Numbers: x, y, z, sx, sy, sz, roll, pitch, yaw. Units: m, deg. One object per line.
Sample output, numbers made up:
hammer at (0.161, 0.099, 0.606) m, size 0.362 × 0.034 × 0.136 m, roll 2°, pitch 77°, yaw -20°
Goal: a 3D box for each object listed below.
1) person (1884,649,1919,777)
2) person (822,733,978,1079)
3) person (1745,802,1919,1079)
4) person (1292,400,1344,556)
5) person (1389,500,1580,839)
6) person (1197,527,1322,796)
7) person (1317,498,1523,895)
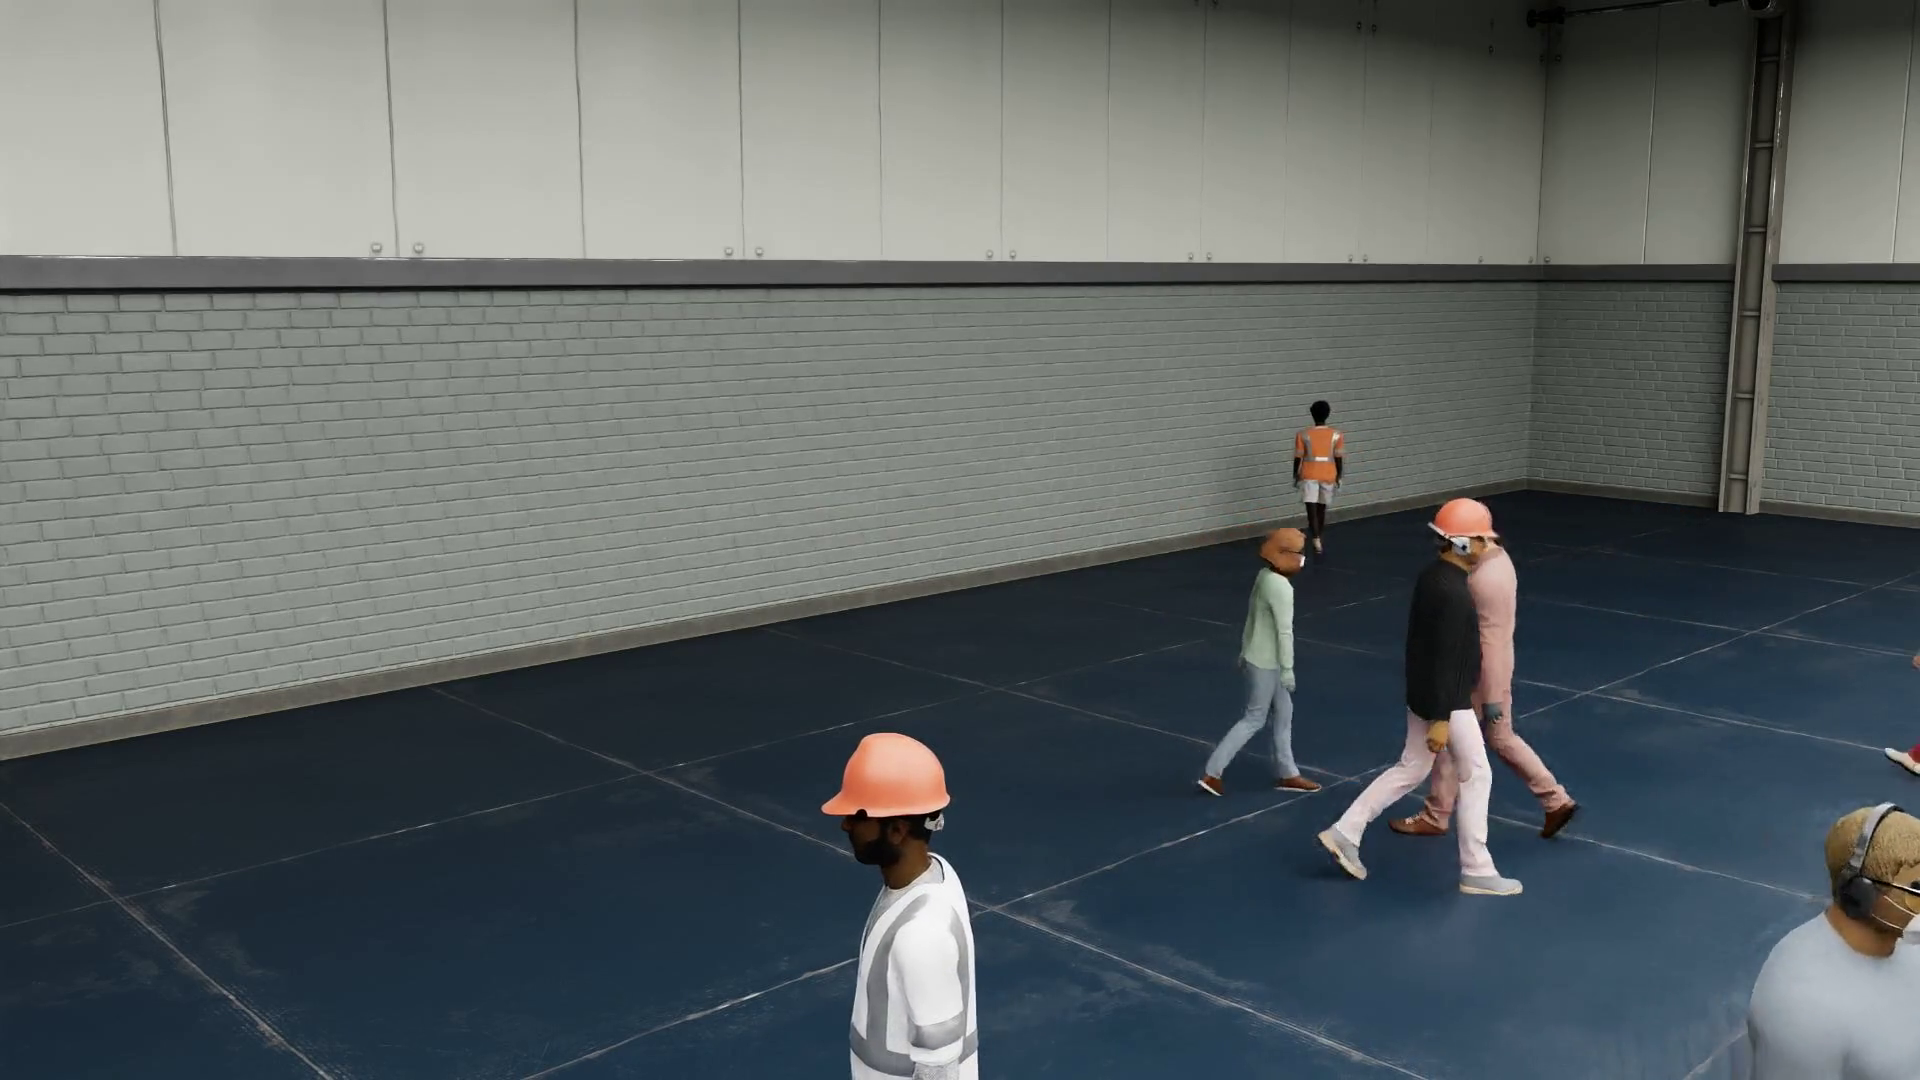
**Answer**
person at (5.823, 0.634, 9.615) m, size 0.536 × 1.717 × 0.911 m, roll -5°, pitch 10°, yaw -28°
person at (-0.141, 1.418, 4.090) m, size 0.376 × 1.936 × 0.549 m, roll -1°, pitch 9°, yaw -4°
person at (1.922, 1.498, 3.630) m, size 0.626 × 1.927 × 0.427 m, roll -7°, pitch 11°, yaw -37°
person at (3.861, -0.672, 17.921) m, size 0.536 × 1.662 × 0.859 m, roll 0°, pitch 9°, yaw -1°
person at (2.800, 0.706, 8.755) m, size 0.882 × 1.863 × 0.674 m, roll 4°, pitch 10°, yaw 23°
person at (1.728, 0.699, 9.603) m, size 0.740 × 1.592 × 0.507 m, roll 0°, pitch 9°, yaw 3°
person at (2.265, 0.762, 8.134) m, size 0.925 × 1.968 × 0.610 m, roll 0°, pitch 9°, yaw 1°
